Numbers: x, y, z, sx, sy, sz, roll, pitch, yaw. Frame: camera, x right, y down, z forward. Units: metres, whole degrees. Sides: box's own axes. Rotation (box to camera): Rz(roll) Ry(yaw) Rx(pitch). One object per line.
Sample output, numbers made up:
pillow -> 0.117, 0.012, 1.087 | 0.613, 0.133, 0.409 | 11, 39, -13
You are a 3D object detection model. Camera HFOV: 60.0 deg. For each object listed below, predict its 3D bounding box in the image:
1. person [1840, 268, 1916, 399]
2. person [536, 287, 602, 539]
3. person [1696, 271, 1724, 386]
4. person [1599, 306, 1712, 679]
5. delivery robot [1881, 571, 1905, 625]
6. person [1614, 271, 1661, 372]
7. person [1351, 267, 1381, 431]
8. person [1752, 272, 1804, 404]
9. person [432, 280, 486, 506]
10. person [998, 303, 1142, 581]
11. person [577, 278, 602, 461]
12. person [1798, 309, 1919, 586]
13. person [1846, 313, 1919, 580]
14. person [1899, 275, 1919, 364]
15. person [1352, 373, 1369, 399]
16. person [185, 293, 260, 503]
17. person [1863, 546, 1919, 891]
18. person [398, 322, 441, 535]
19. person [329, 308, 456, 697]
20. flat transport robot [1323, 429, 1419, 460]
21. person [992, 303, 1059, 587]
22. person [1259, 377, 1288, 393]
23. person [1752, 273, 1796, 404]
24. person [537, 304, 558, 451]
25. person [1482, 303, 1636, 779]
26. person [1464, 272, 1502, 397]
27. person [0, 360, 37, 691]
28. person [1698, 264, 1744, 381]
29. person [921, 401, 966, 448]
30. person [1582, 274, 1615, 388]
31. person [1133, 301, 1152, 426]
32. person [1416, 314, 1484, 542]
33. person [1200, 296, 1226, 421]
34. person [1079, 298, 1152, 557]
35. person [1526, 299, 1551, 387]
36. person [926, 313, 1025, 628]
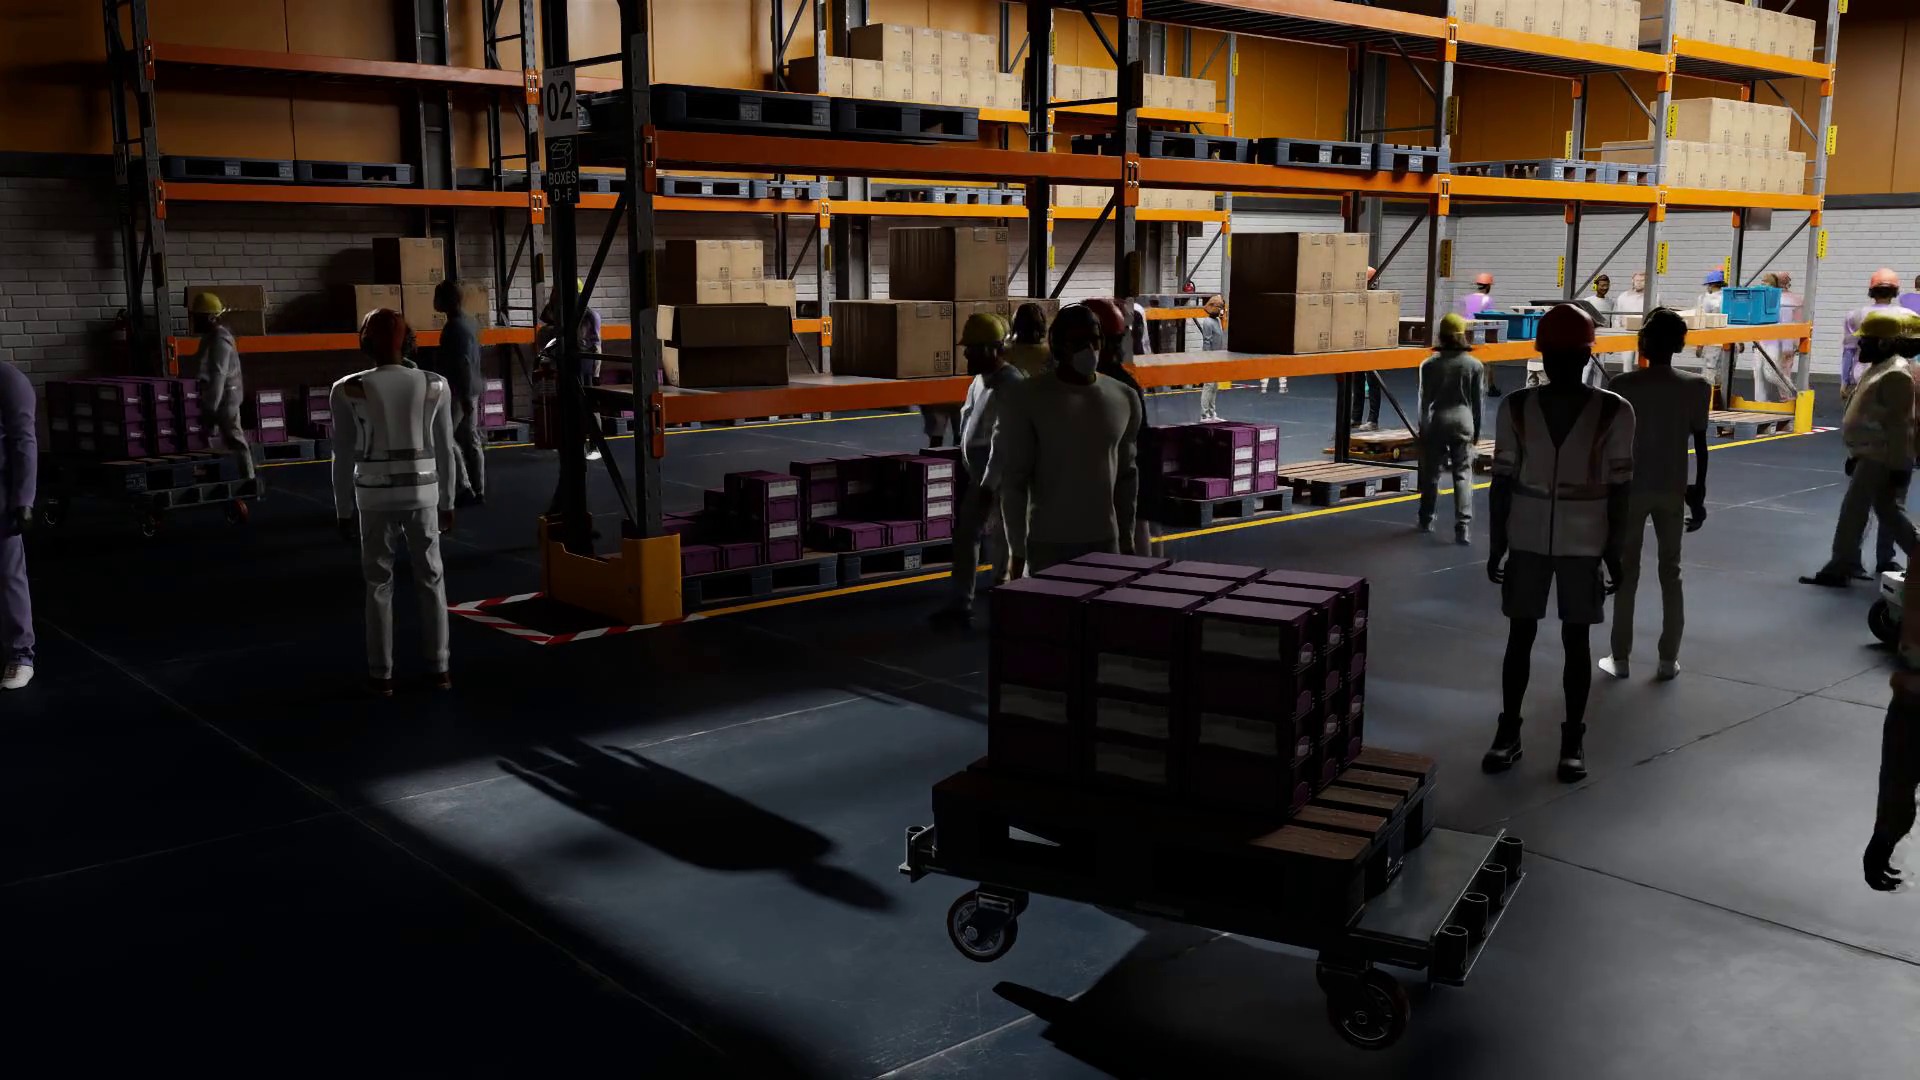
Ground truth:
person -> 8.582, -1.530, 15.576 | 0.609, 2.024, 0.787 | 6, 12, 33
person -> -2.899, -0.922, 12.258 | 0.419, 1.932, 0.579 | -3, 10, -20
person -> 10.151, -2.653, 22.410 | 0.625, 1.925, 0.461 | -5, 11, -26
person -> 3.480, -0.230, 8.406 | 0.551, 1.872, 0.379 | 2, 10, 10
delivery robot -> 5.318, 0.302, 8.839 | 0.707, 0.478, 0.477 | 2, 10, 13
person -> 10.128, -3.070, 24.931 | 0.639, 1.897, 0.420 | 6, 11, 31
person -> 4.960, -2.335, 20.345 | 0.377, 1.995, 0.608 | -5, 11, -29
person -> 11.212, -2.714, 22.823 | 0.642, 1.909, 0.399 | 7, 12, 36
person -> -4.301, -1.228, 14.068 | 0.548, 1.922, 0.660 | -3, 10, -16
person -> 0.457, 0.013, 6.763 | 0.629, 1.940, 0.379 | -4, 11, -23
person -> -3.991, -1.784, 17.354 | 0.588, 1.919, 0.402 | 5, 11, 29
person -> 5.903, -0.571, 10.636 | 0.729, 1.825, 0.593 | 4, 10, 20
person -> 6.122, -0.604, 10.913 | 0.522, 1.758, 0.350 | -2, 10, -14
person -> 14.768, -3.171, 25.687 | 0.390, 1.841, 0.564 | -9, 13, -43
person -> 5.996, -2.983, 24.835 | 0.328, 1.759, 0.524 | 0, 10, 0
person -> -6.409, -1.182, 14.119 | 0.809, 1.800, 0.618 | -6, 11, -31
person -> 2.317, 0.593, 3.548 | 0.614, 1.870, 0.622 | -6, 11, -31
person -> -4.198, -0.836, 12.625 | 0.500, 1.633, 0.281 | 9, 13, 43
person -> -2.726, -0.176, 8.055 | 0.579, 1.878, 0.345 | -5, 11, -29
flat transport robot -> 4.567, -1.027, 17.727 | 1.431, 0.197, 0.652 | -8, 13, -41
person -> 0.419, -0.569, 10.482 | 0.626, 1.836, 0.429 | 3, 10, 16
person -> 4.902, -3.283, 25.892 | 0.622, 1.993, 0.384 | 2, 10, 12
person -> 10.747, -2.555, 21.879 | 0.617, 1.913, 0.672 | -2, 10, -10
person -> -4.453, -1.782, 18.199 | 0.287, 1.626, 0.497 | -9, 13, -42
person -> 2.423, 0.013, 6.766 | 0.549, 1.936, 0.377 | 5, 11, 28
person -> 7.758, -3.067, 24.978 | 1.007, 1.891, 0.560 | -7, 12, -35
person -> -4.849, -0.204, 8.128 | 0.641, 1.908, 0.407 | 0, 10, -1
person -> 10.366, -2.736, 22.641 | 0.660, 2.010, 0.621 | 8, 13, 40
person -> -0.099, -1.192, 14.578 | 0.544, 1.683, 0.621 | 1, 10, 6
person -> 8.960, -2.785, 23.359 | 0.516, 1.866, 0.325 | -3, 10, -14
person -> 1.839, -1.916, 18.170 | 0.502, 1.902, 0.645 | -1, 10, -7
person -> 3.693, -0.853, 12.551 | 0.497, 1.695, 0.880 | 1, 10, 7
person -> 3.210, -2.274, 21.076 | 0.295, 1.622, 0.510 | 5, 11, 25
person -> 0.726, -0.131, 7.632 | 1.050, 1.947, 0.605 | -2, 10, -11
person -> 6.662, -1.926, 19.014 | 0.311, 1.634, 0.519 | -4, 10, -22
person -> 0.125, -0.361, 9.347 | 0.750, 1.798, 0.610 | -4, 11, -24
